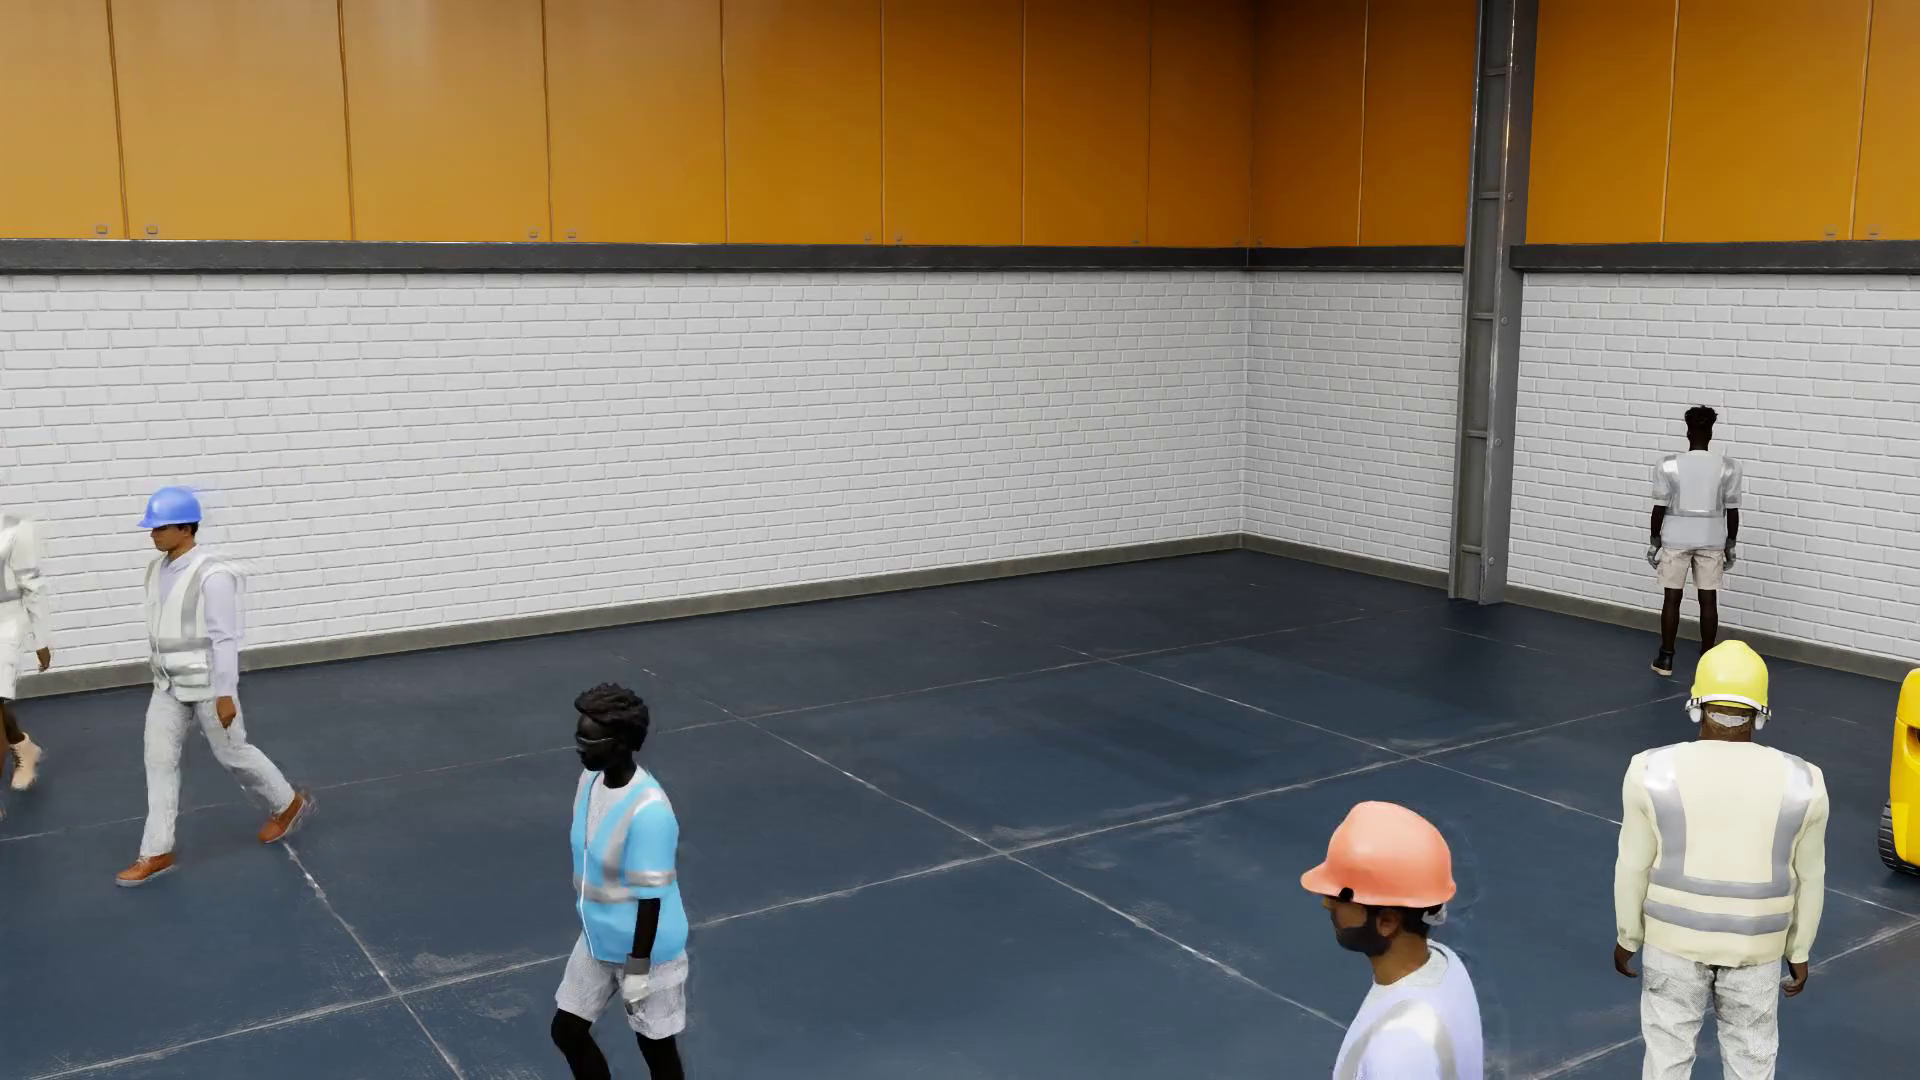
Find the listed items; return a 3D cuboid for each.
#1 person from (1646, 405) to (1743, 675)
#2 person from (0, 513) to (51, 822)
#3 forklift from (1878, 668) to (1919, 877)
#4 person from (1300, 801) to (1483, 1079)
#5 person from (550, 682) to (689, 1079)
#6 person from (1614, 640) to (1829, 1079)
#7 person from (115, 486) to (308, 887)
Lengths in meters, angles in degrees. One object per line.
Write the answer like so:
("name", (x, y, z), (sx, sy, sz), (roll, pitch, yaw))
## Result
("person", (5.270, 0.012, 11.962), (0.611, 1.964, 0.362), (3, 10, 15))
("person", (-5.250, 0.491, 8.988), (0.624, 2.008, 1.010), (-1, 9, -3))
("forklift", (5.511, 0.571, 7.906), (2.313, 2.155, 1.214), (-6, 11, -33))
("person", (0.939, 1.464, 3.482), (1.007, 1.893, 0.552), (5, 11, 27))
("person", (-1.103, 1.273, 5.191), (0.526, 1.677, 0.557), (-7, 12, -38))
("person", (2.324, 1.211, 5.139), (0.590, 1.833, 0.404), (2, 10, 14))
("person", (-3.709, 0.669, 8.197), (0.619, 1.917, 0.959), (5, 11, 29))
